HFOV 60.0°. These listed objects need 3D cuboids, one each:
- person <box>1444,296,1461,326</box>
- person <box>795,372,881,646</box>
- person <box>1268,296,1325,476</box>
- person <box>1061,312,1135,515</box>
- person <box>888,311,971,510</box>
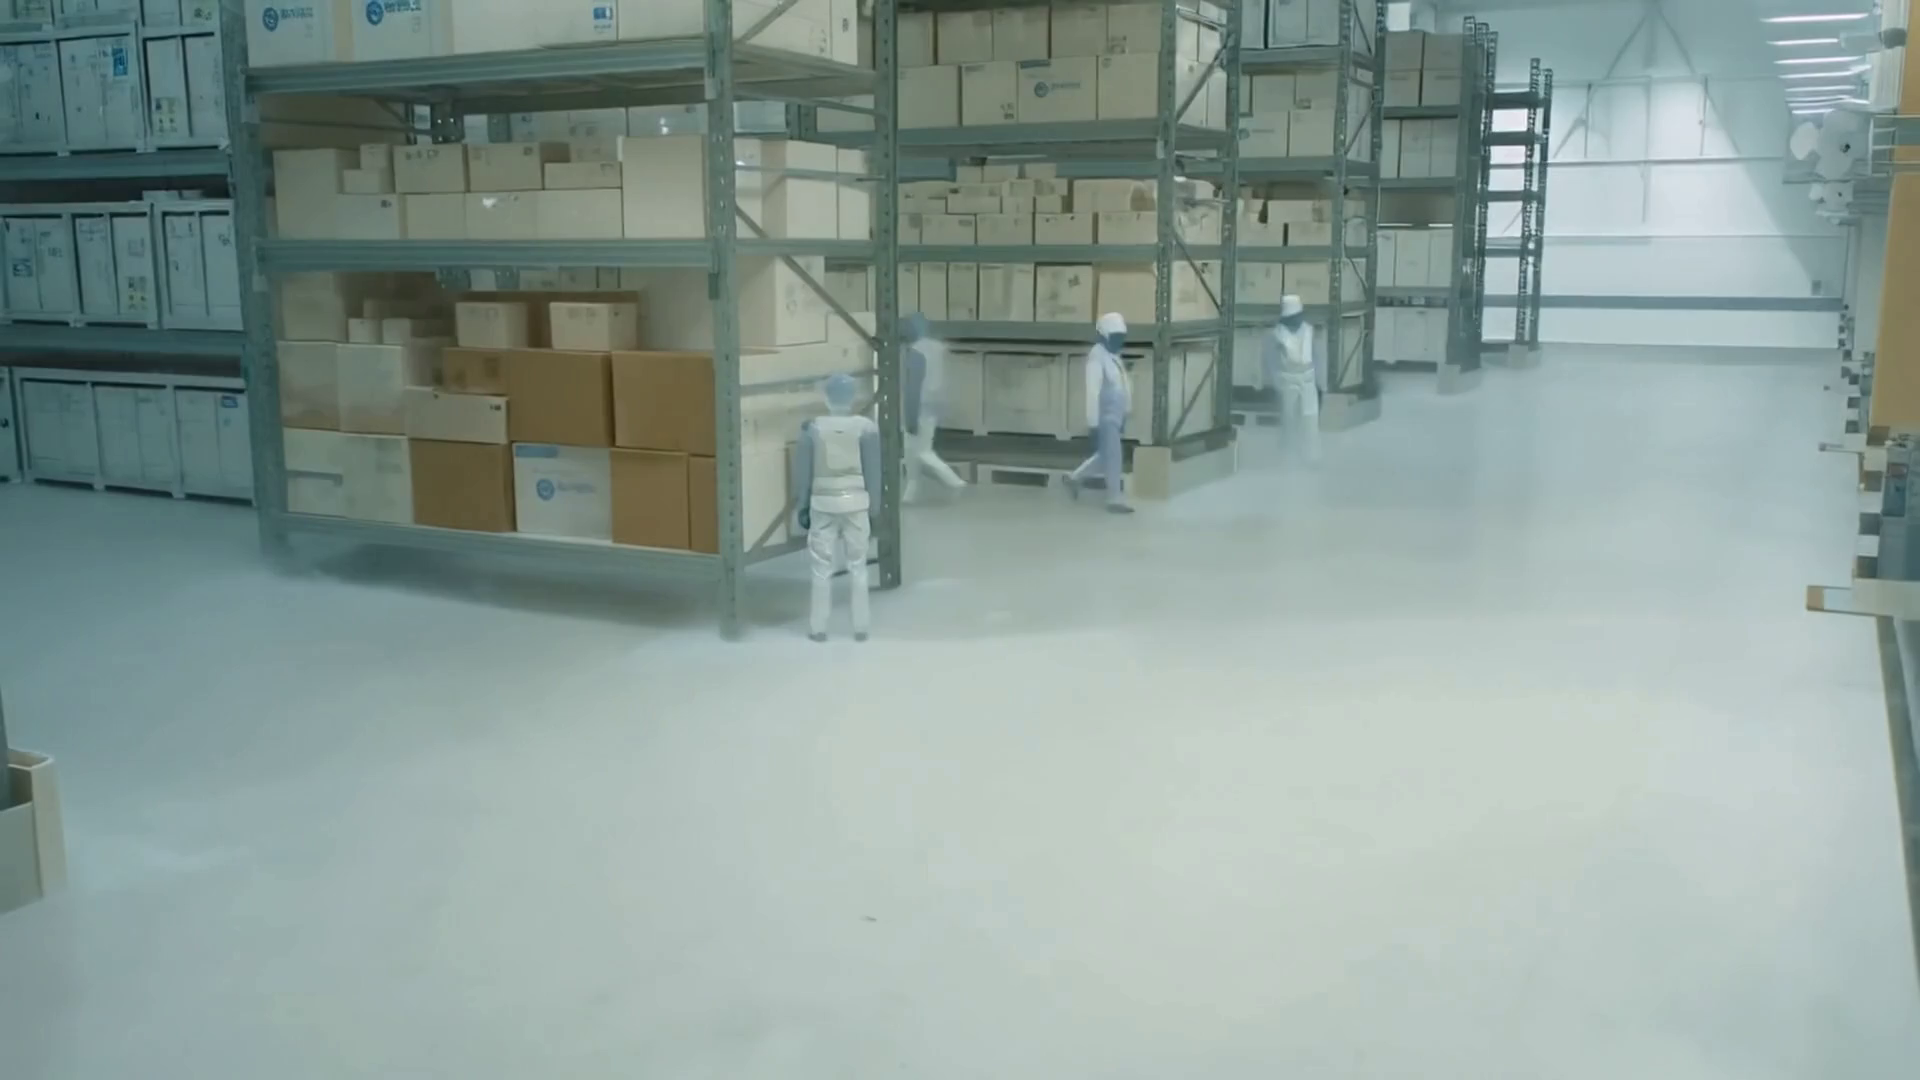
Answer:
[{"bbox_3d":[11.458,-5.183,38.600,0.569,1.721,0.809,-8,13,-39],"label":"person"},{"bbox_3d":[-0.719,-0.176,9.884,0.518,1.632,0.314,-3,10,-15],"label":"person"},{"bbox_3d":[3.580,-1.624,17.558,0.647,1.875,0.970,-2,10,-9],"label":"person"},{"bbox_3d":[1.255,-1.143,14.953,0.690,1.811,0.604,5,11,25],"label":"person"},{"bbox_3d":[-0.275,-1.138,14.927,0.752,1.820,0.623,3,10,18],"label":"person"}]
